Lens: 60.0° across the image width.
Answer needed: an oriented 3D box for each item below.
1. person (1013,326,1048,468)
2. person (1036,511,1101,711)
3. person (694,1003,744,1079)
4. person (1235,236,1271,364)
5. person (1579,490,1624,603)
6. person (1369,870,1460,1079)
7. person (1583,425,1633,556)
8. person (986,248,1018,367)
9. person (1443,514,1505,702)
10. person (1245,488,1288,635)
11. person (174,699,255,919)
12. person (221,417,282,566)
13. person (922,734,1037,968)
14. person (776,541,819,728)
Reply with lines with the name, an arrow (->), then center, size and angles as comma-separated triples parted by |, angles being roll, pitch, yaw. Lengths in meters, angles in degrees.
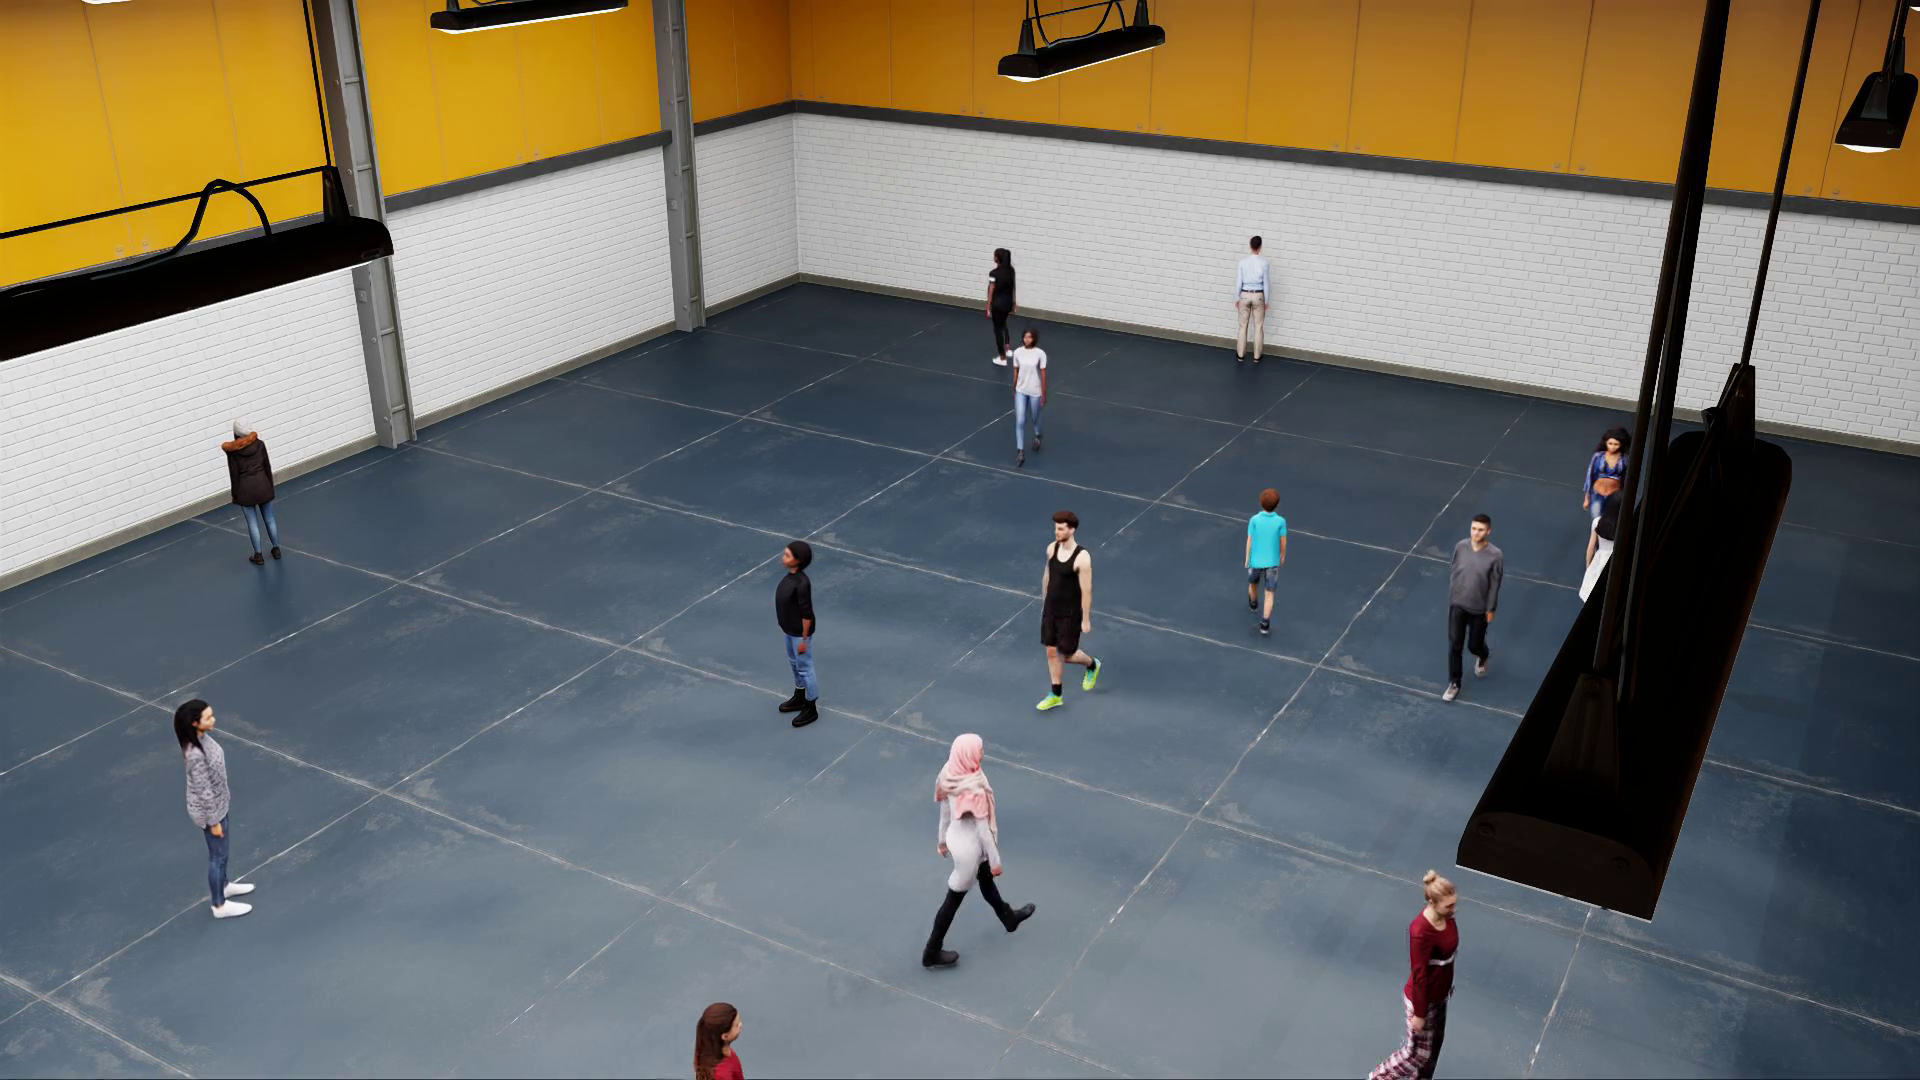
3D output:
person -> 0.881, -1.806, 20.513 | 0.788, 1.683, 1.170 | 6, 24, 14
person -> 0.972, 0.607, 14.750 | 1.033, 1.877, 0.856 | -20, 30, -38
person -> -1.391, 3.243, 9.170 | 1.038, 1.516, 0.949 | -7, 25, -16
person -> 4.248, -3.501, 24.189 | 0.722, 1.844, 0.713 | 4, 24, 10
person -> 6.006, 0.365, 15.433 | 0.666, 1.774, 0.658 | 16, 28, 32
person -> 2.821, 2.736, 10.096 | 0.729, 1.704, 0.631 | 13, 27, 27
person -> 6.786, -0.440, 17.479 | 0.638, 1.610, 0.629 | 10, 26, 22
person -> 0.659, -3.342, 23.981 | 0.698, 1.719, 0.799 | -17, 29, -34
person -> 4.636, 0.568, 15.003 | 0.674, 1.746, 0.986 | 16, 28, 33
person -> 2.973, 0.225, 16.208 | 0.753, 1.410, 1.018 | 4, 24, 8
person -> -5.400, 1.910, 11.951 | 0.728, 1.731, 0.700 | -10, 25, -21
person -> -7.509, -0.539, 17.676 | 0.644, 1.633, 0.764 | -20, 31, -39
person -> -0.043, 2.162, 11.344 | 1.236, 1.756, 1.079 | -11, 26, -23
person -> -1.407, 0.793, 14.543 | 0.691, 1.702, 0.656 | -11, 26, -24
